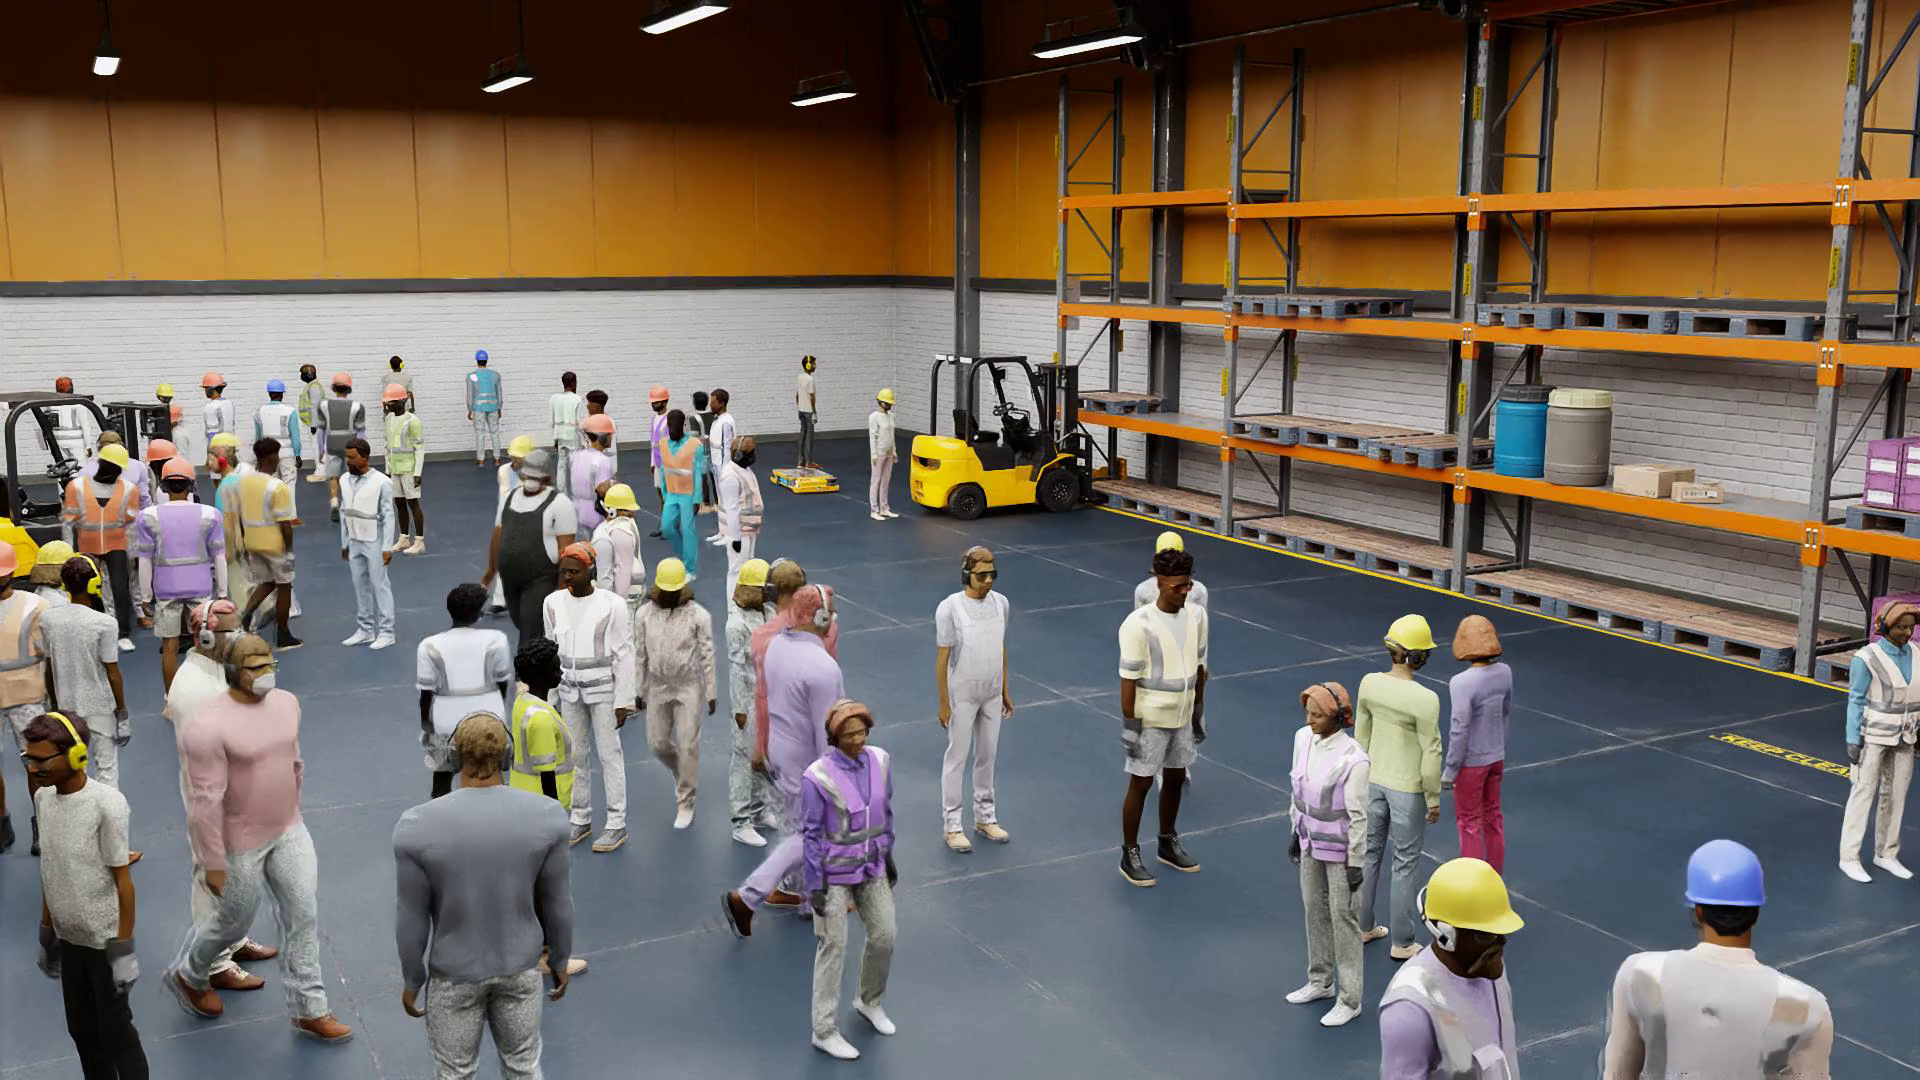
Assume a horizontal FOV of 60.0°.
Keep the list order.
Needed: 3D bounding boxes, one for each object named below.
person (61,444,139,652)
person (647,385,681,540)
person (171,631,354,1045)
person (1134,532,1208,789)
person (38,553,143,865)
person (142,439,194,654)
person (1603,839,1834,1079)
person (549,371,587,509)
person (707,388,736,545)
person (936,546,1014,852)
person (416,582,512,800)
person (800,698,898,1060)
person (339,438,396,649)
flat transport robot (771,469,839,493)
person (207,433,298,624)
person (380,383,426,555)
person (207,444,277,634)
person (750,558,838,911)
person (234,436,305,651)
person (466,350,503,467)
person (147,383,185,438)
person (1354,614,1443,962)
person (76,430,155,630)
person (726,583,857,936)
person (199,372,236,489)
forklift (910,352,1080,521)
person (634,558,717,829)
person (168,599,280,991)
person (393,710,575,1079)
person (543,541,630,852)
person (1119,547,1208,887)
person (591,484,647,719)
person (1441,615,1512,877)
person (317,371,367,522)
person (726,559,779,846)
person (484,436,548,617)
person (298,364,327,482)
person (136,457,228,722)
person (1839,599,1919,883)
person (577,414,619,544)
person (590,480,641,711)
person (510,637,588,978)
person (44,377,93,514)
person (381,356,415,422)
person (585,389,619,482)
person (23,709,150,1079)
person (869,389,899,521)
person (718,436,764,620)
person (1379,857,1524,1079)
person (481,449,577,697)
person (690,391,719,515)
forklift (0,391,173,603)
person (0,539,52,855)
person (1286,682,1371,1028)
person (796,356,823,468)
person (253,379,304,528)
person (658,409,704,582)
[{"bbox_3d":[-7.669,0.076,14.878,0.635,1.883,0.422,-5,11,-28],"label":"person"},{"bbox_3d":[-3.710,-0.965,20.745,0.390,1.930,0.546,-8,12,-37],"label":"person"},{"bbox_3d":[-3.244,1.337,7.561,0.932,1.910,0.640,5,11,24],"label":"person"},{"bbox_3d":[1.403,0.802,11.125,0.518,1.722,0.414,2,10,9],"label":"person"},{"bbox_3d":[-5.038,1.004,9.613,0.511,1.862,0.325,2,10,10],"label":"person"},{"bbox_3d":[-7.032,0.058,14.863,0.387,1.929,0.547,0,10,-2],"label":"person"},{"bbox_3d":[2.180,1.821,4.856,0.628,1.888,1.003,6,12,32],"label":"person"},{"bbox_3d":[-5.467,-1.394,23.243,0.597,1.916,0.371,5,11,27],"label":"person"},{"bbox_3d":[-2.898,-0.899,20.384,0.392,1.922,0.593,-4,10,-20],"label":"person"},{"bbox_3d":[0.094,0.942,10.007,0.520,1.843,0.330,-7,12,-34],"label":"person"},{"bbox_3d":[-2.886,1.073,9.715,0.552,1.668,0.480,-3,10,-18],"label":"person"},{"bbox_3d":[-0.497,1.496,7.443,0.326,1.622,0.532,10,14,44],"label":"person"},{"bbox_3d":[-5.366,0.023,15.084,0.596,1.916,0.372,5,11,26],"label":"person"},{"bbox_3d":[-2.364,-0.917,25.231,0.652,0.197,1.431,-4,11,-22],"label":"flat transport robot"},{"bbox_3d":[-6.837,-0.101,15.972,0.864,1.851,0.623,-6,11,-29],"label":"person"},{"bbox_3d":[-6.600,-0.832,19.654,0.613,2.039,0.393,7,12,34],"label":"person"},{"bbox_3d":[-6.662,0.014,15.390,0.462,1.826,0.575,-3,10,-16],"label":"person"},{"bbox_3d":[-0.911,1.055,9.089,0.366,1.936,0.630,7,12,34],"label":"person"},{"bbox_3d":[-6.210,0.052,14.819,0.621,1.943,0.571,4,11,24],"label":"person"},{"bbox_3d":[-7.931,-2.194,27.761,0.605,1.948,0.384,-7,12,-33],"label":"person"},{"bbox_3d":[-11.032,-1.304,23.163,0.314,1.768,0.522,9,13,41],"label":"person"},{"bbox_3d":[2.243,1.247,8.474,0.327,1.767,0.533,-6,12,-32],"label":"person"},{"bbox_3d":[-7.924,-0.078,15.655,0.383,1.928,0.635,9,14,43],"label":"person"},{"bbox_3d":[-0.886,1.160,8.688,0.748,1.872,0.687,-6,11,-30],"label":"person"},{"bbox_3d":[-9.548,-1.139,21.411,0.374,2.042,0.615,1,10,3],"label":"person"},{"bbox_3d":[0.460,-1.461,22.833,2.313,2.155,1.214,-5,11,-28],"label":"forklift"},{"bbox_3d":[-1.773,0.927,10.471,0.525,1.711,0.547,1,10,6],"label":"person"},{"bbox_3d":[-3.598,1.229,8.170,0.399,1.910,0.643,-1,10,-8],"label":"person"},{"bbox_3d":[-1.735,1.577,6.130,0.636,1.928,0.380,-4,11,-24],"label":"person"},{"bbox_3d":[-2.234,0.934,9.978,0.568,1.878,0.351,3,10,17],"label":"person"},{"bbox_3d":[1.155,0.991,9.435,0.619,1.952,0.398,-7,12,-36],"label":"person"},{"bbox_3d":[-2.619,0.470,12.804,0.403,1.819,0.601,1,10,5],"label":"person"},{"bbox_3d":[2.797,1.214,9.045,0.502,1.631,0.285,-8,12,-38],"label":"person"},{"bbox_3d":[-8.066,-1.184,21.725,0.629,2.026,0.574,-2,10,-11],"label":"person"},{"bbox_3d":[-1.227,0.971,10.129,0.295,1.743,0.492,4,11,23],"label":"person"},{"bbox_3d":[-4.345,-0.124,16.275,0.612,1.791,0.846,4,10,20],"label":"person"},{"bbox_3d":[-10.114,-1.833,26.014,0.430,1.836,0.626,-4,11,-22],"label":"person"},{"bbox_3d":[-5.936,0.379,12.732,0.612,2.029,0.407,-5,11,-28],"label":"person"},{"bbox_3d":[5.271,1.139,9.491,0.531,1.631,0.314,-3,10,-16],"label":"person"},{"bbox_3d":[-3.491,-0.215,16.160,0.417,2.029,0.617,-8,13,-39],"label":"person"},{"bbox_3d":[-2.668,0.451,12.843,0.429,1.844,0.624,-3,10,-15],"label":"person"},{"bbox_3d":[-2.072,1.316,8.276,0.319,1.697,0.532,-5,11,-25],"label":"person"},{"bbox_3d":[-12.164,-1.288,22.734,0.574,1.882,0.356,-1,10,-4],"label":"person"},{"bbox_3d":[-9.317,-2.124,27.607,0.516,1.863,0.331,-4,11,-20],"label":"person"},{"bbox_3d":[-4.257,-0.806,19.714,0.367,1.967,0.606,2,10,11],"label":"person"},{"bbox_3d":[-3.384,1.556,6.444,0.523,1.858,0.337,5,11,27],"label":"person"},{"bbox_3d":[-1.012,-1.149,22.294,0.327,1.760,0.524,6,12,33],"label":"person"},{"bbox_3d":[-2.090,-0.079,15.932,0.429,1.833,0.634,1,10,6],"label":"person"},{"bbox_3d":[1.462,1.822,4.970,0.404,1.834,0.591,8,13,40],"label":"person"},{"bbox_3d":[-3.509,0.221,13.591,0.746,2.000,0.695,5,11,26],"label":"person"},{"bbox_3d":[-3.477,-1.192,22.709,0.322,1.696,0.551,7,12,35],"label":"person"},{"bbox_3d":[-9.026,-0.363,16.508,1.214,2.155,2.313,6,11,29],"label":"forklift"},{"bbox_3d":[-5.620,0.932,9.834,0.561,1.923,0.430,-2,10,-14],"label":"person"},{"bbox_3d":[1.716,1.446,7.737,0.324,1.630,0.507,-4,11,-23],"label":"person"},{"bbox_3d":[-2.518,-2.111,27.526,0.325,1.865,0.516,-7,12,-34],"label":"person"},{"bbox_3d":[-8.836,-1.118,21.601,0.605,1.939,0.415,1,10,8],"label":"person"},{"bbox_3d":[-3.018,-0.479,18.044,0.599,1.897,0.440,5,11,26],"label":"person"}]
